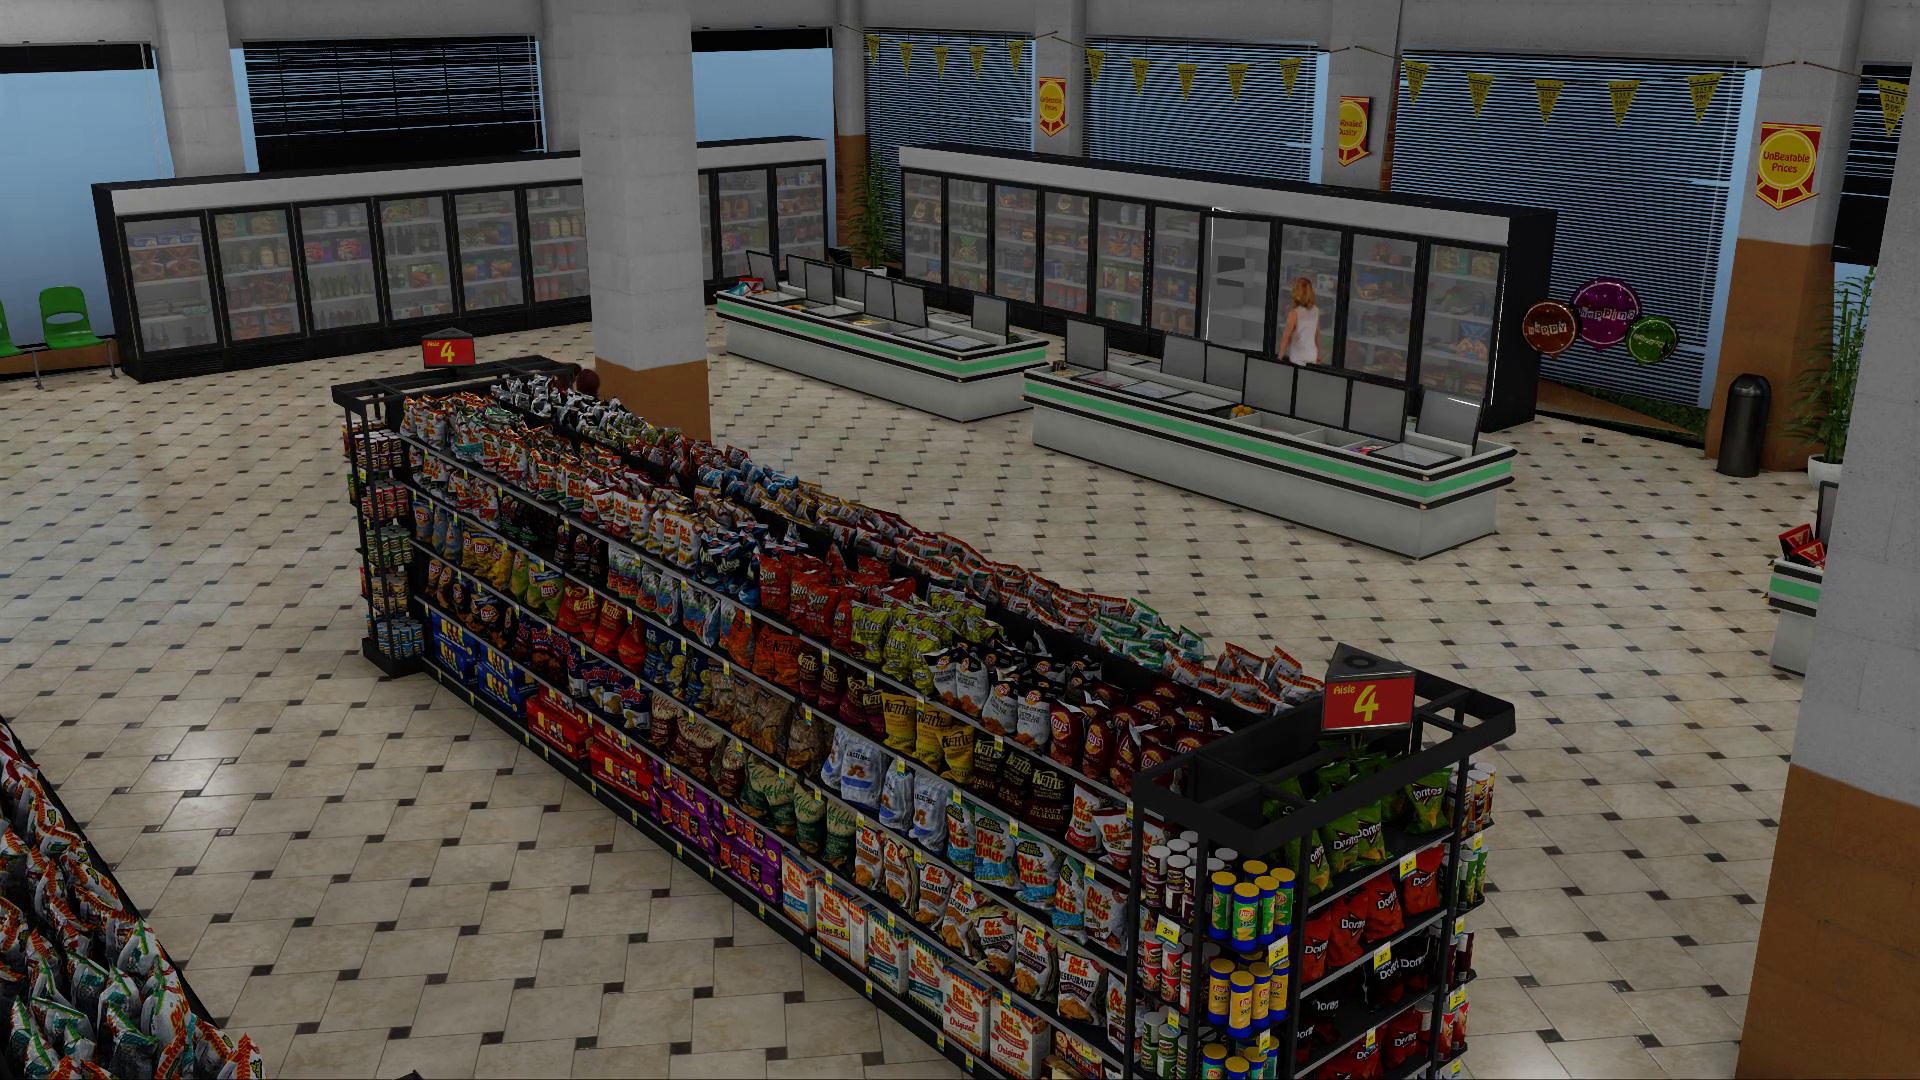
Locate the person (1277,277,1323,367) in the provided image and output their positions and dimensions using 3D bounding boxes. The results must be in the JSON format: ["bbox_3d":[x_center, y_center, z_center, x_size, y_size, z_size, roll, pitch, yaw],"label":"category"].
[{"bbox_3d":[3.686,-1.910,17.589,0.591,1.633,0.981,-15,24,-38],"label":"person"}]
